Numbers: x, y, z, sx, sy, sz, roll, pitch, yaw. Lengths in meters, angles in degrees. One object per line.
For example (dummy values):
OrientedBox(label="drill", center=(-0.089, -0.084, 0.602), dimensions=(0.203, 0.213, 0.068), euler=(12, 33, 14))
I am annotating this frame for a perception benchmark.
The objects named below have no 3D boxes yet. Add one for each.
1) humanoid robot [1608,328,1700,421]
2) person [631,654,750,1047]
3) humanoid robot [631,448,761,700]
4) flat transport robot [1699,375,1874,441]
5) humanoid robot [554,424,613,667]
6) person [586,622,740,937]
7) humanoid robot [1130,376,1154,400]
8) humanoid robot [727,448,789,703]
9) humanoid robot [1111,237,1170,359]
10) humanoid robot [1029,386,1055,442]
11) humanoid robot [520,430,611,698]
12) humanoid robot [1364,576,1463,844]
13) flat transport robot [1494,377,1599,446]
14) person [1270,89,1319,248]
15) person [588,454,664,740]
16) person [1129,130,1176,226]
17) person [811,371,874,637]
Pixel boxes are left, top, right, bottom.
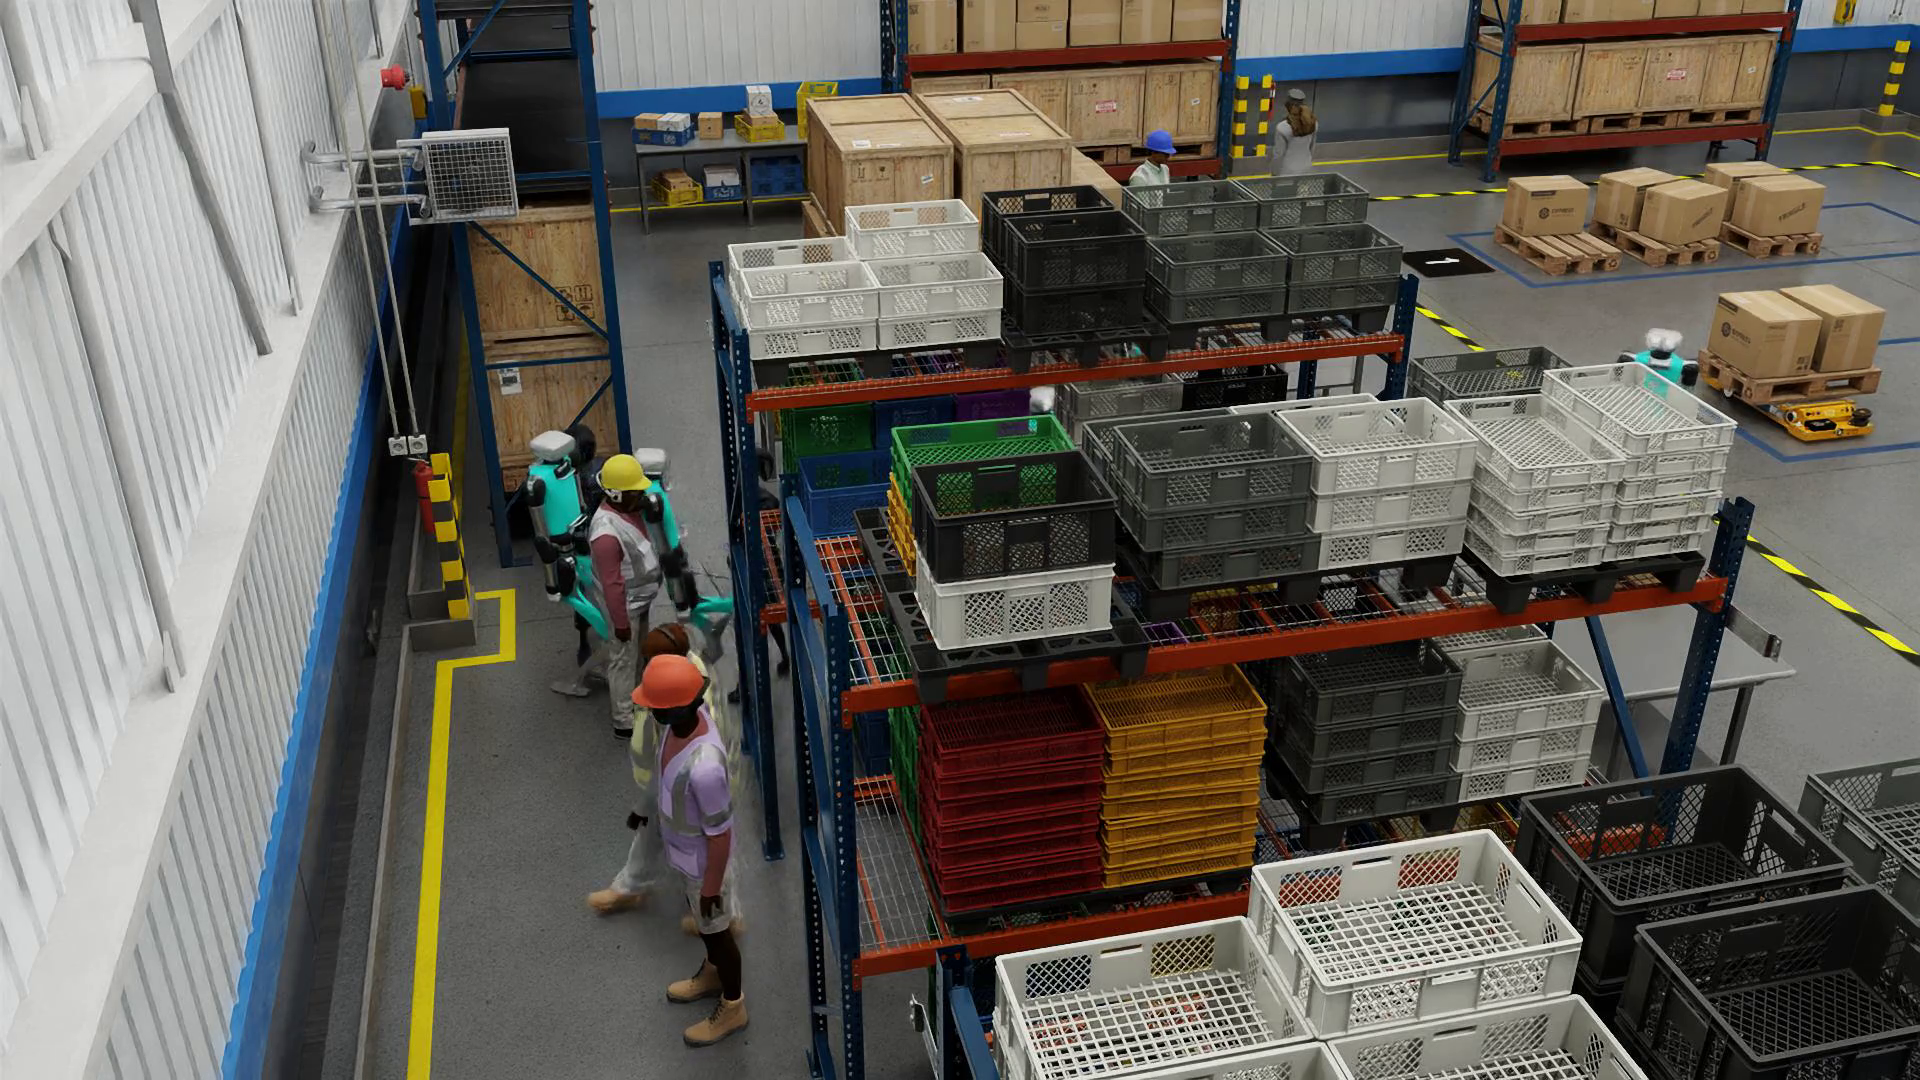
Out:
OrientedBox(label="humanoid robot", center=(4.860, -0.735, 11.890), dimensions=(0.539, 1.798, 0.798), euler=(10, 29, 17))
OrientedBox(label="person", center=(-1.208, 1.394, 7.503), dimensions=(0.380, 2.039, 0.613), euler=(-10, 29, -19))
OrientedBox(label="humanoid robot", center=(-1.463, 0.254, 10.031), dimensions=(0.987, 1.767, 0.571), euler=(-4, 28, -7))
OrientedBox(label="flat transport robot", center=(7.141, -1.256, 14.400), dimensions=(0.652, 0.197, 1.431), euler=(-6, 28, -12))
OrientedBox(label="humanoid robot", center=(-2.354, 0.000, 10.533), dimensions=(0.388, 1.639, 0.616), euler=(25, 37, 39))
OrientedBox(label="person", center=(-1.499, 1.198, 8.127), dimensions=(0.775, 1.794, 0.635), euler=(-5, 28, -9))
OrientedBox(label="humanoid robot", center=(1.165, -0.438, 11.367), dimensions=(0.371, 1.647, 0.613), euler=(-1, 28, -2))
OrientedBox(label="humanoid robot", center=(-1.185, 0.192, 10.186), dimensions=(0.655, 1.635, 0.588), euler=(-15, 31, -27))
OrientedBox(label="humanoid robot", center=(1.502, -1.503, 13.335), dimensions=(0.534, 1.784, 0.812), euler=(-5, 28, -9))
OrientedBox(label="humanoid robot", center=(0.343, -0.238, 10.815), dimensions=(0.709, 1.705, 0.530), euler=(21, 34, 34))
OrientedBox(label="humanoid robot", center=(-2.193, 0.200, 10.070), dimensions=(0.708, 1.771, 0.541), euler=(8, 29, 15))
OrientedBox(label="humanoid robot", center=(2.376, 0.932, 8.775), dimensions=(0.602, 1.644, 0.443), euler=(0, 28, 0))
OrientedBox(label="flat transport robot", center=(4.780, -1.036, 14.013), dimensions=(0.659, 0.231, 1.431), euler=(-6, 28, -12))
OrientedBox(label="person", center=(3.596, -3.984, 17.999), dimensions=(0.563, 1.764, 0.402), euler=(-15, 31, -27))
OrientedBox(label="person", center=(-1.934, 0.327, 9.766), dimensions=(0.405, 1.823, 0.586), euler=(2, 28, 3))
OrientedBox(label="person", center=(1.811, -2.938, 15.833), dimensions=(0.412, 1.939, 0.602), euler=(18, 33, 30))
OrientedBox(label="person", center=(-0.760, -0.245, 10.780), dimensions=(0.572, 1.883, 0.359), euler=(-6, 28, -12))
